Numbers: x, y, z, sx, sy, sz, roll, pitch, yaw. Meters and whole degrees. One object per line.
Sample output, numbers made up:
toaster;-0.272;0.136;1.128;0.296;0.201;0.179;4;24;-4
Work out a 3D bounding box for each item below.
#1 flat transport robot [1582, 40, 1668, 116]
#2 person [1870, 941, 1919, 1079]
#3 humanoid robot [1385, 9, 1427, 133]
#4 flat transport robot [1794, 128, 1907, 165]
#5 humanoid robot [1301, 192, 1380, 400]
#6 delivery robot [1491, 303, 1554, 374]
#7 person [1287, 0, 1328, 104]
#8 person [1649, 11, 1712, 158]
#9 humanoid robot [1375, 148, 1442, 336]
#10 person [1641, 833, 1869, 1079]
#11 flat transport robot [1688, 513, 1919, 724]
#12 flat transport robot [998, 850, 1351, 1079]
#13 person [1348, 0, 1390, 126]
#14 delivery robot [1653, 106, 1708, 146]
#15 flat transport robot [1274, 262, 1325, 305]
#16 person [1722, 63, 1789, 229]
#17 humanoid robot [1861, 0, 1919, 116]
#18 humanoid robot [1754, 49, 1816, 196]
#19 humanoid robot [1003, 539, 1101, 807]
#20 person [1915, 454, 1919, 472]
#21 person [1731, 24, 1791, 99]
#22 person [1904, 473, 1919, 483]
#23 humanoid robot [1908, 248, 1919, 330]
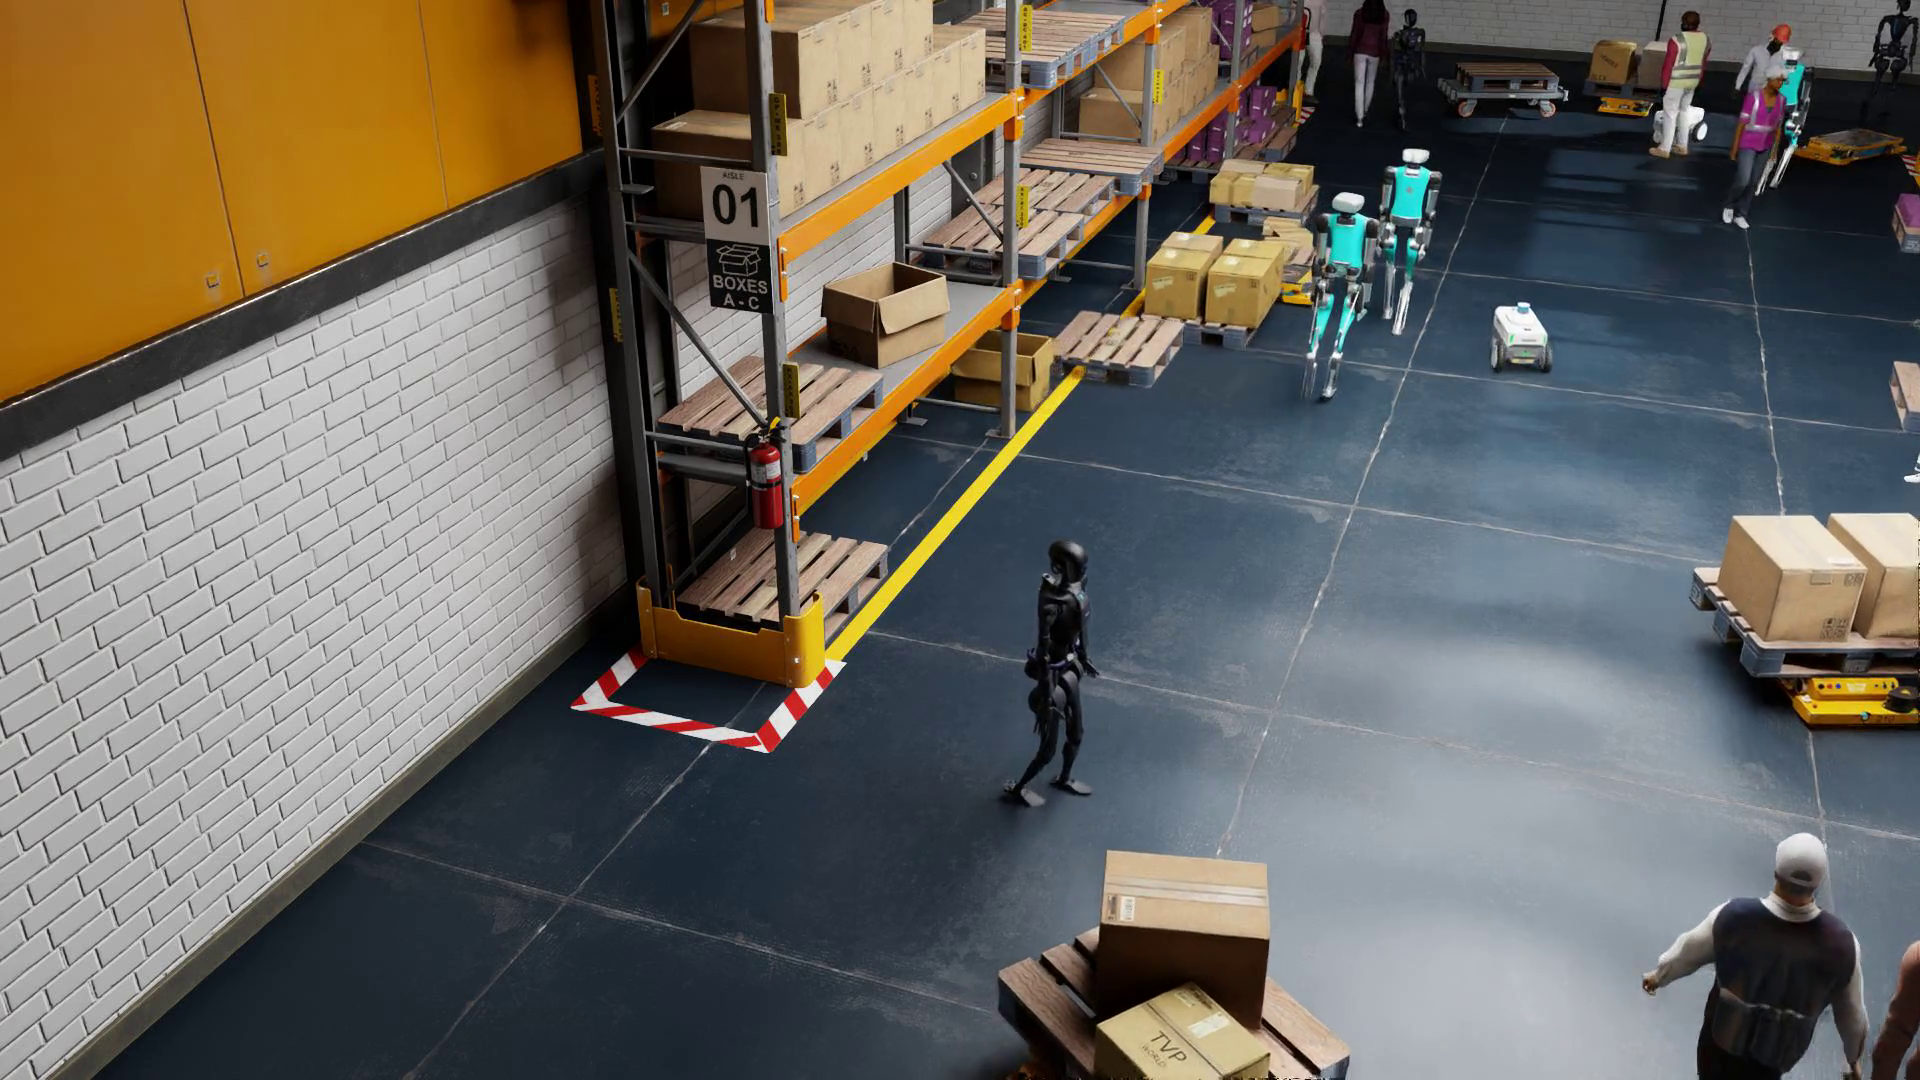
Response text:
flat transport robot;9.740;-6.411;24.186;0.659;0.231;1.431;13;30;24
person;3.638;2.034;5.993;0.641;1.932;0.754;7;28;13
humanoid robot;6.097;-6.382;22.637;0.594;1.624;0.769;-9;28;-16
flat transport robot;11.638;-5.132;21.704;1.431;0.231;0.659;-15;31;-27
humanoid robot;3.129;-1.919;13.982;0.540;1.885;0.732;14;30;25
delivery robot;5.045;-1.849;14.997;0.499;0.568;0.747;2;27;4
person;5.025;-7.264;24.033;0.675;1.923;0.560;-8;28;-15
person;9.297;-5.865;21.442;0.631;1.824;0.438;-8;28;-16
humanoid robot;4.218;-2.879;15.757;0.547;1.780;0.872;9;29;16
person;3.115;1.854;6.562;0.769;1.716;0.862;7;28;13
flat transport robot;5.324;0.693;10.406;0.659;0.231;1.431;0;27;0
flat transport robot;0.849;2.318;7.254;1.431;0.231;0.659;-16;31;-28
person;5.661;-6.793;23.149;0.489;1.900;0.968;2;27;3
delivery robot;9.670;-5.615;22.337;0.772;0.600;0.521;-18;32;-31
flat transport robot;2.982;-2.658;16.906;1.431;0.231;0.659;13;30;23
person;8.872;-4.370;18.517;0.542;1.830;0.409;-1;27;-2
humanoid robot;13.082;-6.790;23.386;0.566;1.639;0.598;-23;35;-37
humanoid robot;9.837;-4.989;19.861;0.538;1.796;0.806;18;32;31
humanoid robot;0.481;0.703;8.878;0.438;1.650;0.611;13;30;23
person;7.715;-1.330;12.710;0.342;1.749;0.570;21;34;34
person;10.287;-5.760;21.355;0.576;1.682;0.863;21;34;35
person;7.474;-1.100;12.392;0.280;1.632;0.506;-2;27;-3
humanoid robot;9.317;-2.689;15.424;0.564;1.821;0.889;-3;27;-7
